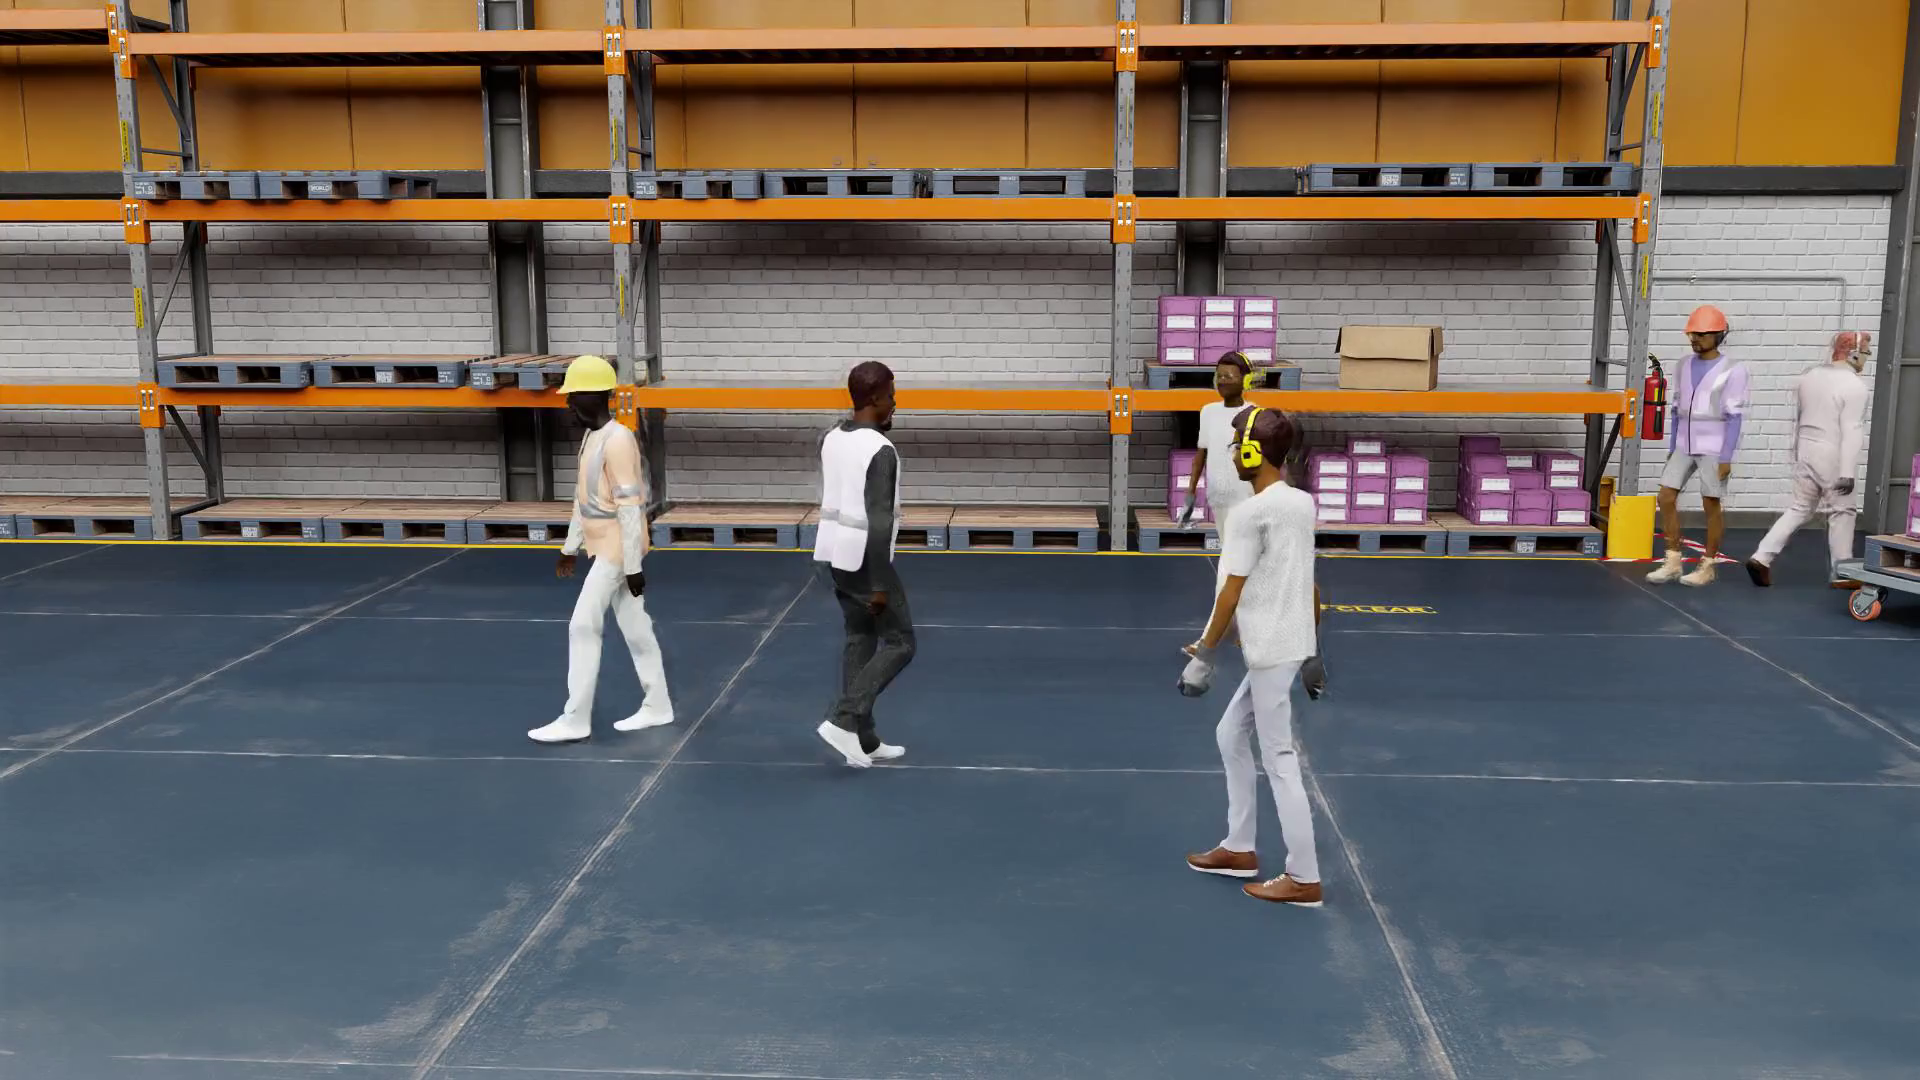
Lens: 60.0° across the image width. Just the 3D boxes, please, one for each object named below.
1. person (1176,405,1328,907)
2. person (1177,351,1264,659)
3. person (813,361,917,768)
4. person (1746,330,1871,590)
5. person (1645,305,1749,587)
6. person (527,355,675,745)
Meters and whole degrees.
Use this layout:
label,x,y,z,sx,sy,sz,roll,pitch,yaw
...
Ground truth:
label,x,y,z,sx,sy,sz,roll,pitch,yaw
person,1.055,0.429,6.137,0.728,1.839,0.489,6,11,30
person,1.596,-0.205,9.881,0.994,1.823,0.496,-9,13,-43
person,-0.442,0.124,7.726,0.434,1.902,0.586,-6,11,-32
person,6.114,-0.555,11.792,0.838,1.876,0.695,-2,10,-10
person,5.230,-0.649,11.874,0.689,2.023,0.632,-5,11,-27
person,-1.814,0.053,8.165,0.858,1.894,0.598,-3,10,-17
